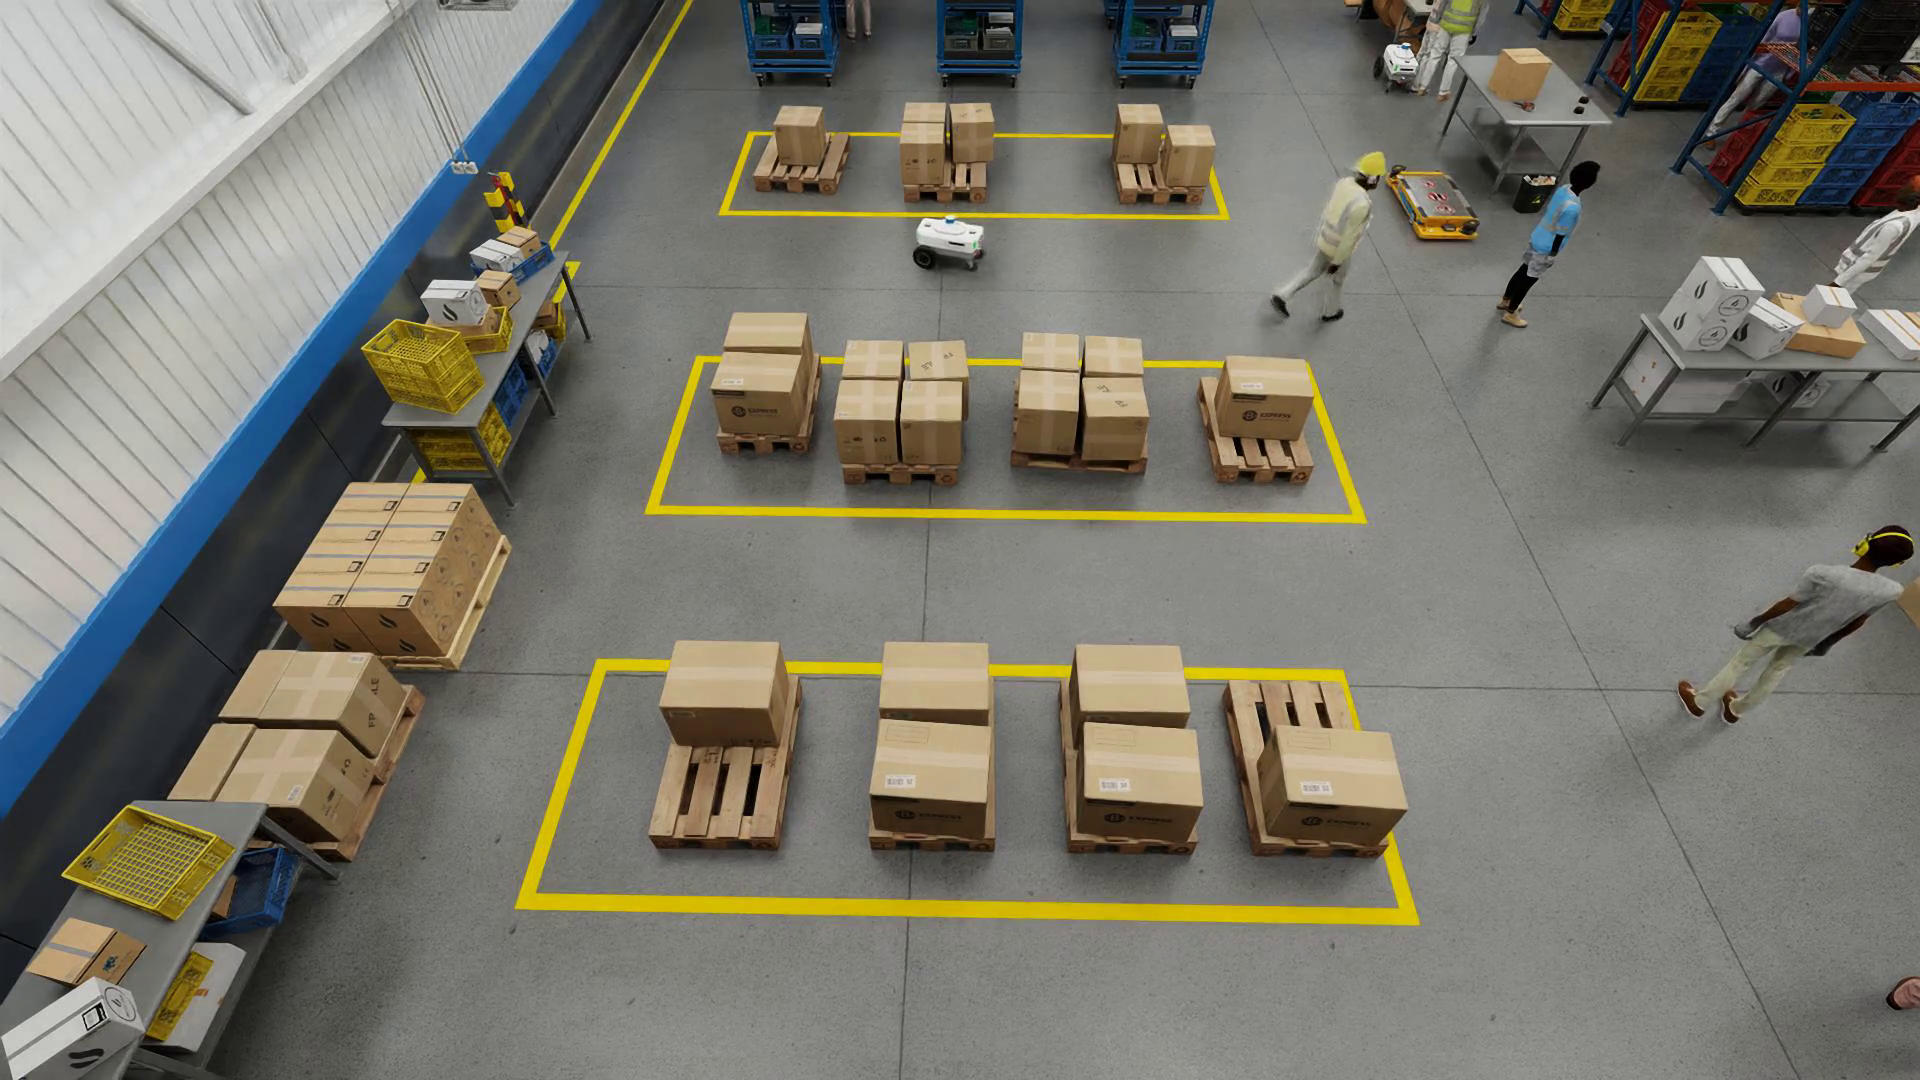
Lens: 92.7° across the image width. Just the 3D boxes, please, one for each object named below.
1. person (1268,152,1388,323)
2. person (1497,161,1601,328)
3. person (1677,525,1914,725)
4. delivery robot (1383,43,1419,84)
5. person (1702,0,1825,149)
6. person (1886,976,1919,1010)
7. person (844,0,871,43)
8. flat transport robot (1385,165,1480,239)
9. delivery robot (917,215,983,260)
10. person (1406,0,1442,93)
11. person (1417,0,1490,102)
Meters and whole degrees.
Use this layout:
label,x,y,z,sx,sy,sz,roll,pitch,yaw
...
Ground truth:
label,x,y,z,sx,sy,sz,roll,pitch,yaw
person,3.650,-2.934,9.053,0.779,1.804,0.598,-7,50,-6
person,5.847,-2.941,9.121,0.318,1.700,0.535,11,50,9
person,5.407,0.589,5.956,0.535,1.868,0.309,14,51,12
delivery robot,6.375,-6.918,13.257,0.477,0.478,0.707,4,49,3
person,10.140,-5.898,11.530,0.634,1.933,0.371,10,50,8
person,5.594,2.154,4.581,0.408,1.903,0.638,-13,50,-11
person,-1.580,-8.635,13.870,0.631,1.979,0.412,-20,52,-17
flat transport robot,5.692,-4.094,11.059,0.652,0.197,1.431,1,49,1
delivery robot,-0.106,-3.370,10.186,0.707,0.478,0.477,13,50,11
person,6.660,-7.133,12.794,0.313,1.631,0.530,-1,49,-1
person,6.814,-7.027,12.566,0.634,1.841,0.429,32,56,25
